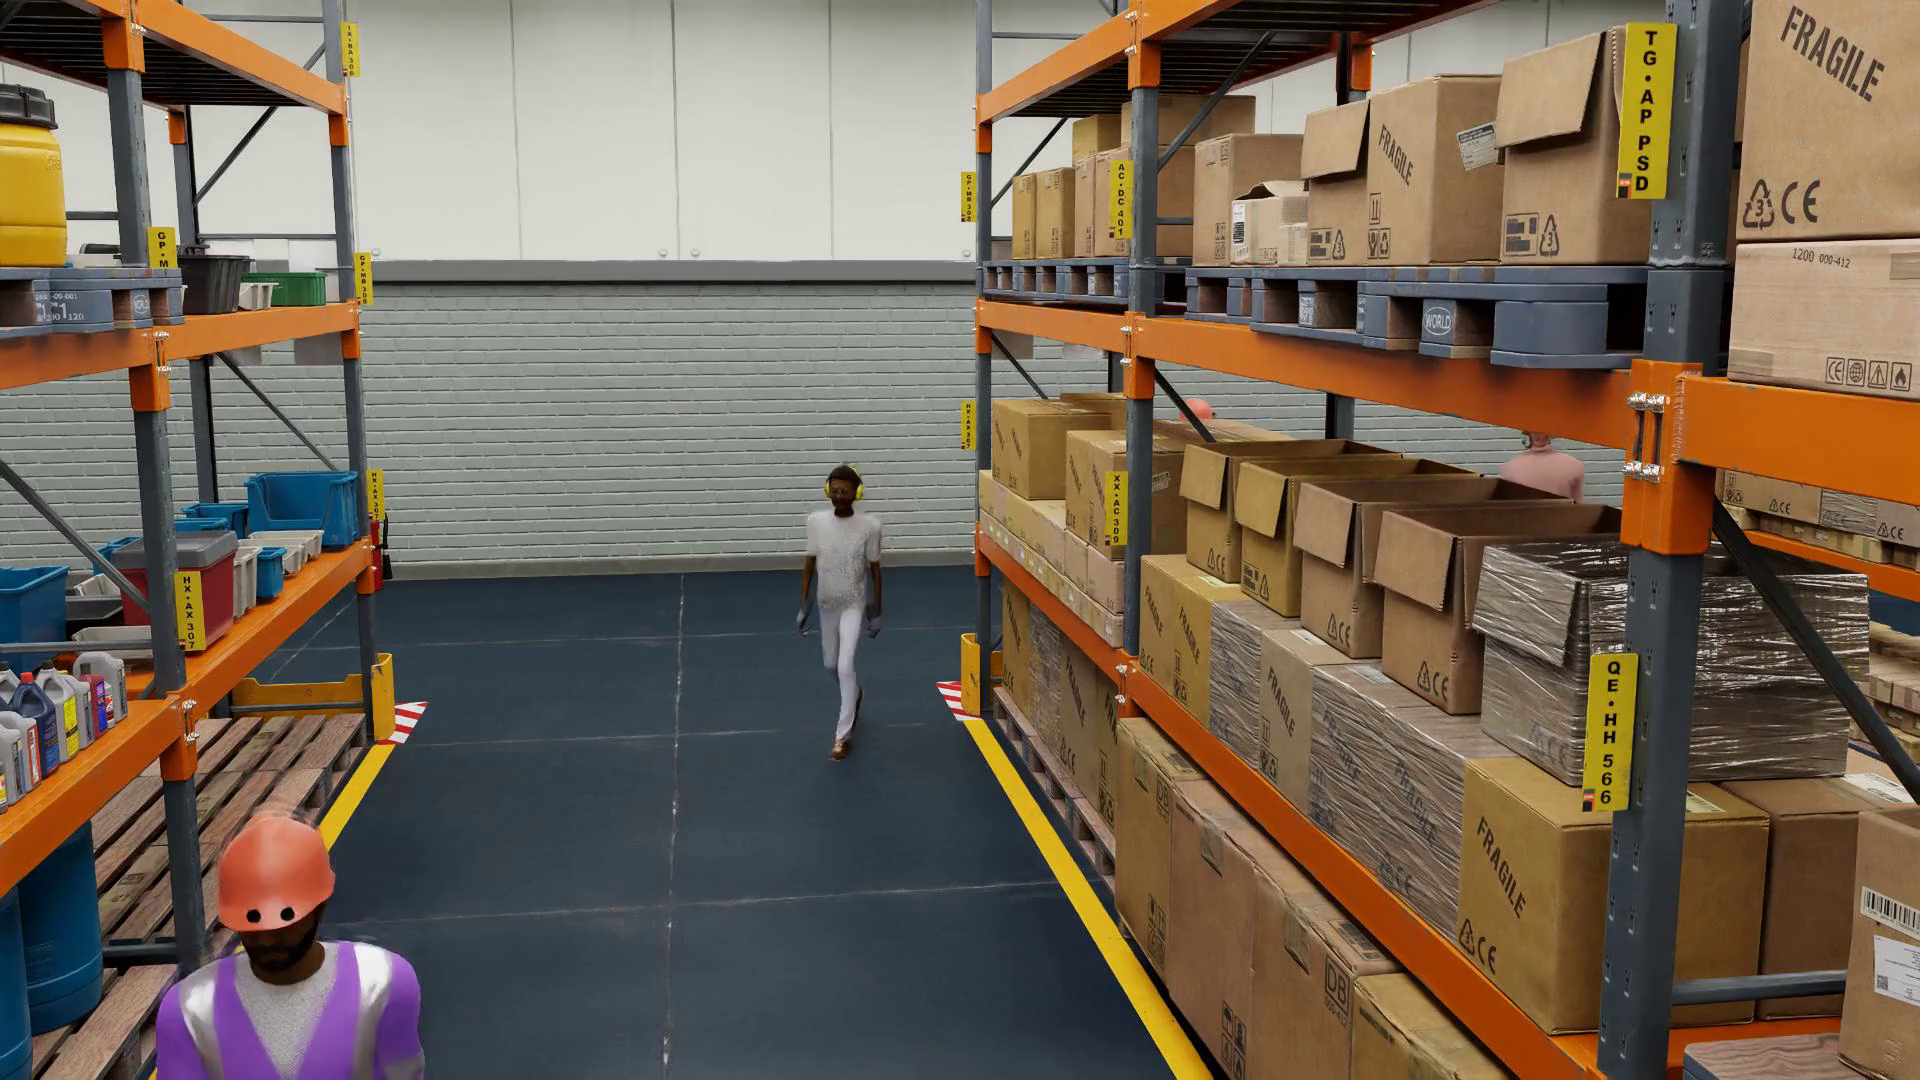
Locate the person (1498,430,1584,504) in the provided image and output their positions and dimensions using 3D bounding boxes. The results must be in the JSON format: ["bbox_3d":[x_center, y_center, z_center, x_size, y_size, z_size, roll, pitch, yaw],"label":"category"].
[{"bbox_3d":[4.501,0.000,12.985,0.672,1.882,0.438,2,9,11],"label":"person"}]

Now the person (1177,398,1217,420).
[{"bbox_3d":[1.857,-0.096,13.086,0.393,2.039,0.613,-3,10,-17],"label":"person"}]

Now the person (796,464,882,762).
[{"bbox_3d":[-0.737,0.411,10.605,0.526,1.840,0.867,3,10,16],"label":"person"}]

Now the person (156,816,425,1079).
[{"bbox_3d":[-1.482,1.507,3.721,0.566,1.882,1.025,-2,10,-15],"label":"person"}]
